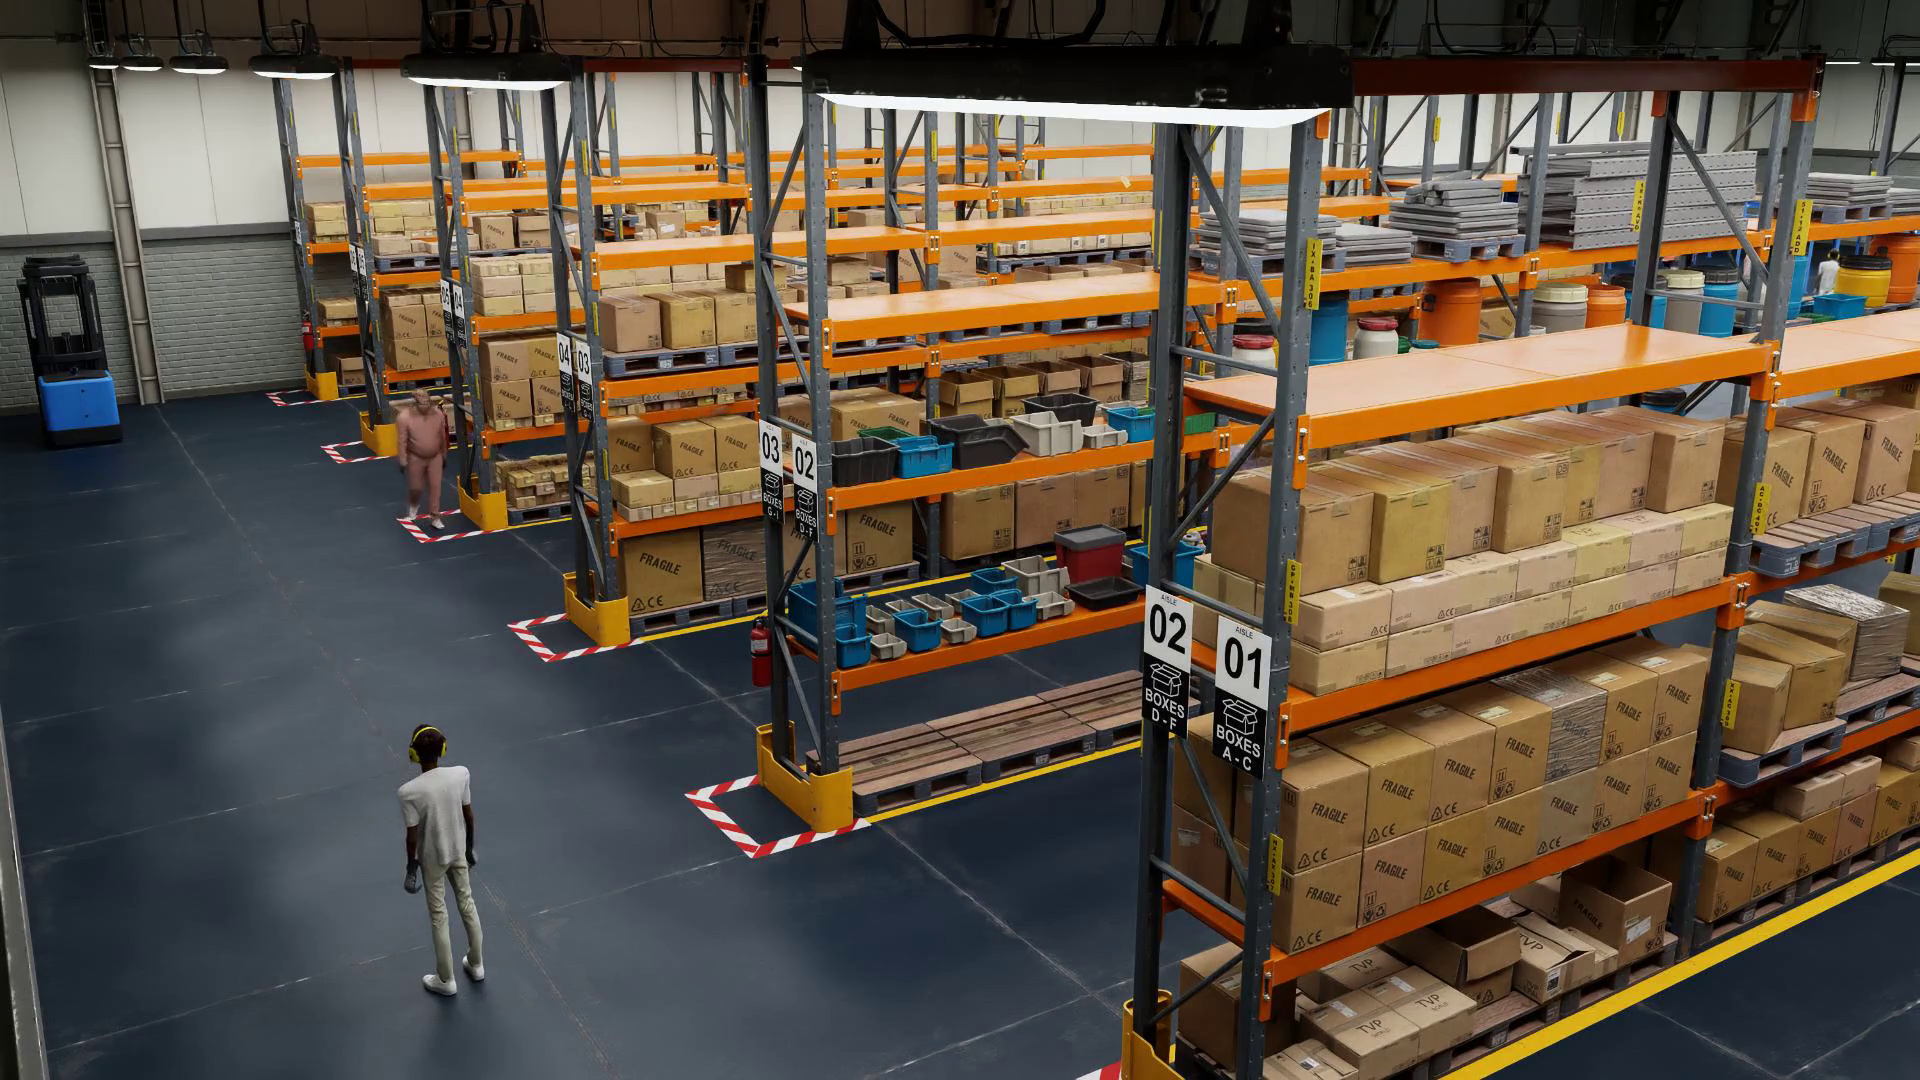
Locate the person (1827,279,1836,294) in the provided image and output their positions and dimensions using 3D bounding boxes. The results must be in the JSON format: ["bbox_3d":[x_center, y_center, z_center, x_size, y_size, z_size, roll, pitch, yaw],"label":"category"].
[{"bbox_3d":[17.555,-4.358,31.688,0.641,1.777,1.012,0,17,-1],"label":"person"}]

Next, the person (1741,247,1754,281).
[{"bbox_3d":[19.318,-6.483,38.676,0.522,1.769,0.318,-15,23,-41],"label":"person"}]

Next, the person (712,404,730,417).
[{"bbox_3d":[-3.203,-1.010,20.993,0.742,1.610,0.504,-5,18,-15],"label":"person"}]

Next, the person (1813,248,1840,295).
[{"bbox_3d":[19.832,-5.737,36.082,0.525,1.856,0.584,7,18,21],"label":"person"}]

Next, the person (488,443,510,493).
[{"bbox_3d":[-6.554,-1.578,22.390,0.666,1.895,0.634,-12,21,-35],"label":"person"}]

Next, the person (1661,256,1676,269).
[{"bbox_3d":[15.574,-5.408,34.926,0.819,1.899,0.566,5,18,17],"label":"person"}]

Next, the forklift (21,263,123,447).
[{"bbox_3d":[-14.518,-3.079,25.708,1.129,2.768,1.873,-10,20,-31],"label":"forklift"}]

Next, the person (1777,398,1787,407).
[{"bbox_3d":[14.303,-3.116,27.442,0.356,1.883,0.572,5,18,15],"label":"person"}]

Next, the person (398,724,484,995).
[{"bbox_3d":[-3.424,2.092,10.385,0.333,1.873,0.520,16,23,42],"label":"person"}]

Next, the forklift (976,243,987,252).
[{"bbox_3d":[0.988,-5.474,34.718,1.214,2.155,2.313,-10,20,-31],"label":"forklift"}]

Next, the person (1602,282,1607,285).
[{"bbox_3d":[12.995,-4.661,32.413,0.549,1.936,0.377,13,21,37],"label":"person"}]

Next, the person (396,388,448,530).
[{"bbox_3d":[-7.085,-1.101,20.829,0.666,1.883,0.652,-12,21,-35],"label":"person"}]

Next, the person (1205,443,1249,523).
[{"bbox_3d":[3.250,-0.606,19.153,0.438,1.912,0.623,-9,19,-27],"label":"person"}]
